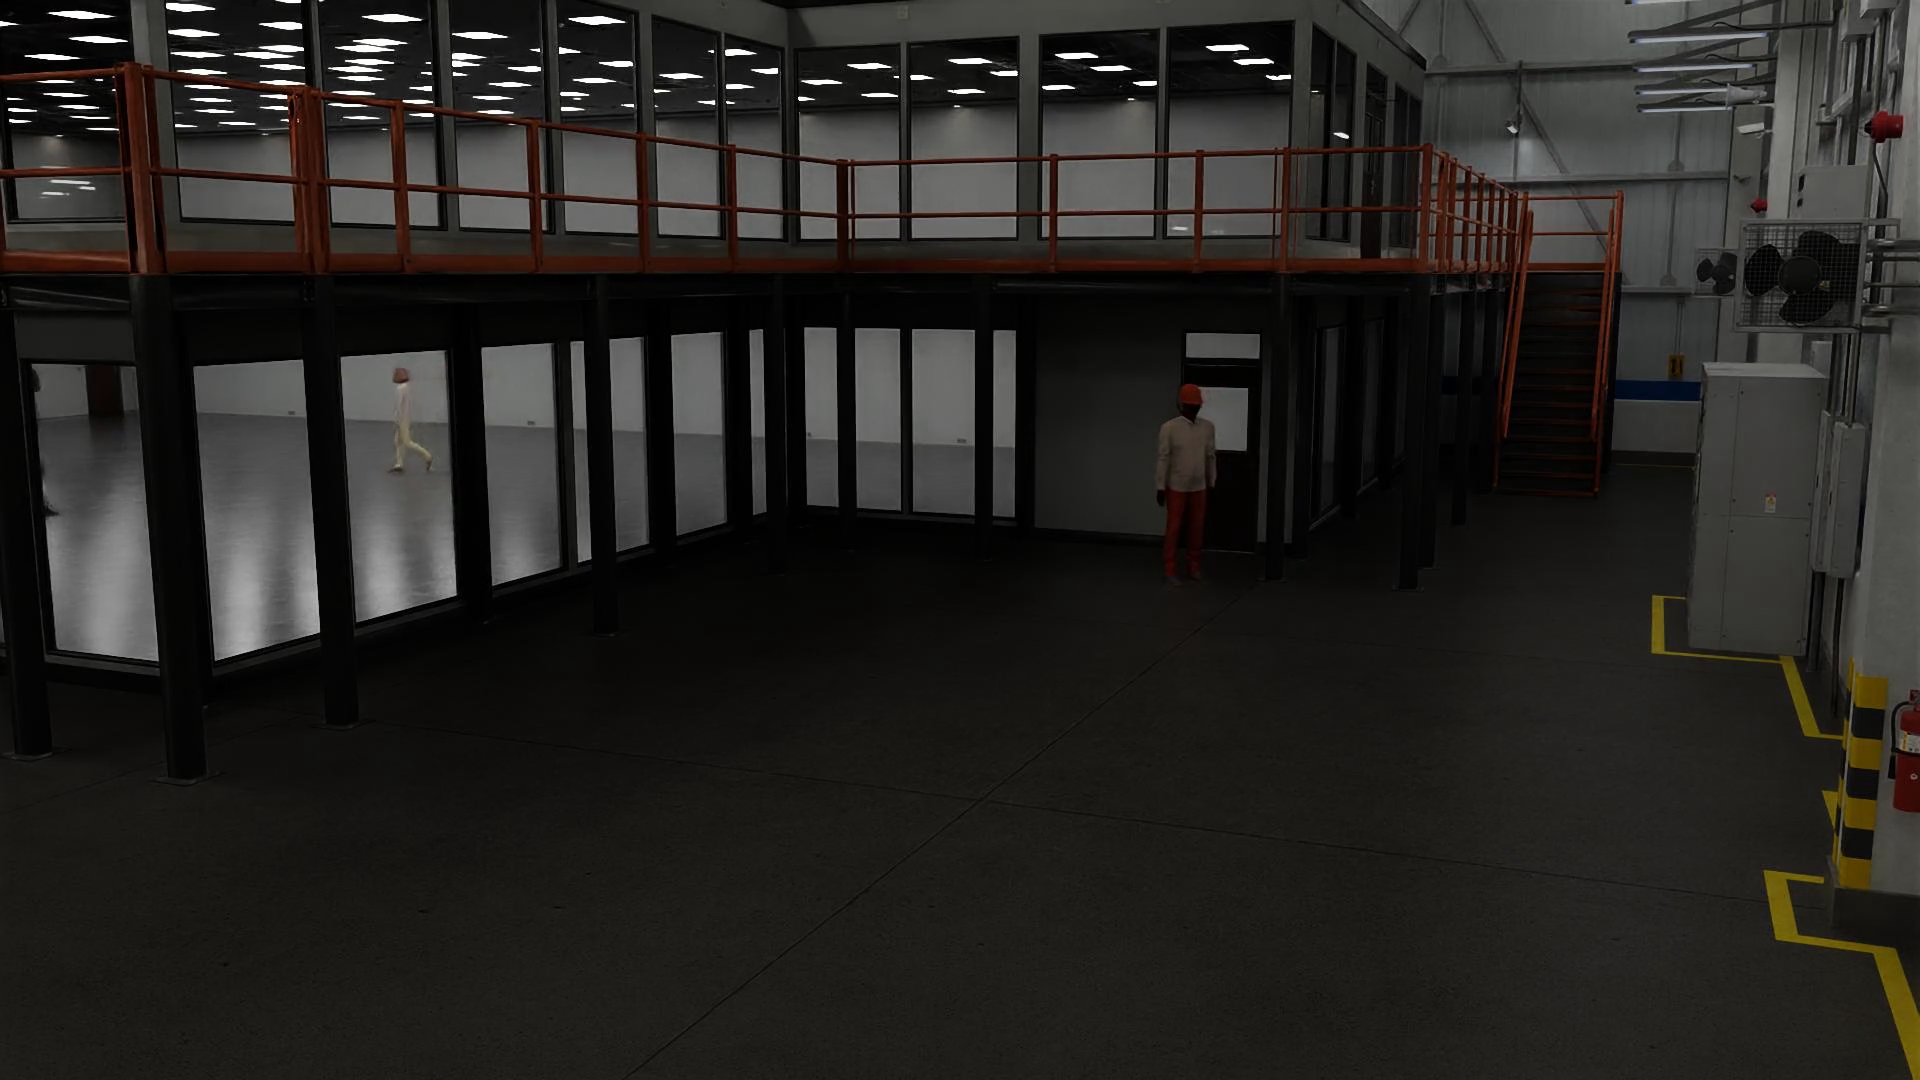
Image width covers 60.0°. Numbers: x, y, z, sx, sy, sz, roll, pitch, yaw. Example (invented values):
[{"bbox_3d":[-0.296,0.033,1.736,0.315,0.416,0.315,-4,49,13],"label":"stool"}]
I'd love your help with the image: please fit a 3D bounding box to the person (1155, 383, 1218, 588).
[{"bbox_3d":[2.202,-0.523,16.072,0.646,1.983,0.424,-4,10,-23],"label":"person"}]
